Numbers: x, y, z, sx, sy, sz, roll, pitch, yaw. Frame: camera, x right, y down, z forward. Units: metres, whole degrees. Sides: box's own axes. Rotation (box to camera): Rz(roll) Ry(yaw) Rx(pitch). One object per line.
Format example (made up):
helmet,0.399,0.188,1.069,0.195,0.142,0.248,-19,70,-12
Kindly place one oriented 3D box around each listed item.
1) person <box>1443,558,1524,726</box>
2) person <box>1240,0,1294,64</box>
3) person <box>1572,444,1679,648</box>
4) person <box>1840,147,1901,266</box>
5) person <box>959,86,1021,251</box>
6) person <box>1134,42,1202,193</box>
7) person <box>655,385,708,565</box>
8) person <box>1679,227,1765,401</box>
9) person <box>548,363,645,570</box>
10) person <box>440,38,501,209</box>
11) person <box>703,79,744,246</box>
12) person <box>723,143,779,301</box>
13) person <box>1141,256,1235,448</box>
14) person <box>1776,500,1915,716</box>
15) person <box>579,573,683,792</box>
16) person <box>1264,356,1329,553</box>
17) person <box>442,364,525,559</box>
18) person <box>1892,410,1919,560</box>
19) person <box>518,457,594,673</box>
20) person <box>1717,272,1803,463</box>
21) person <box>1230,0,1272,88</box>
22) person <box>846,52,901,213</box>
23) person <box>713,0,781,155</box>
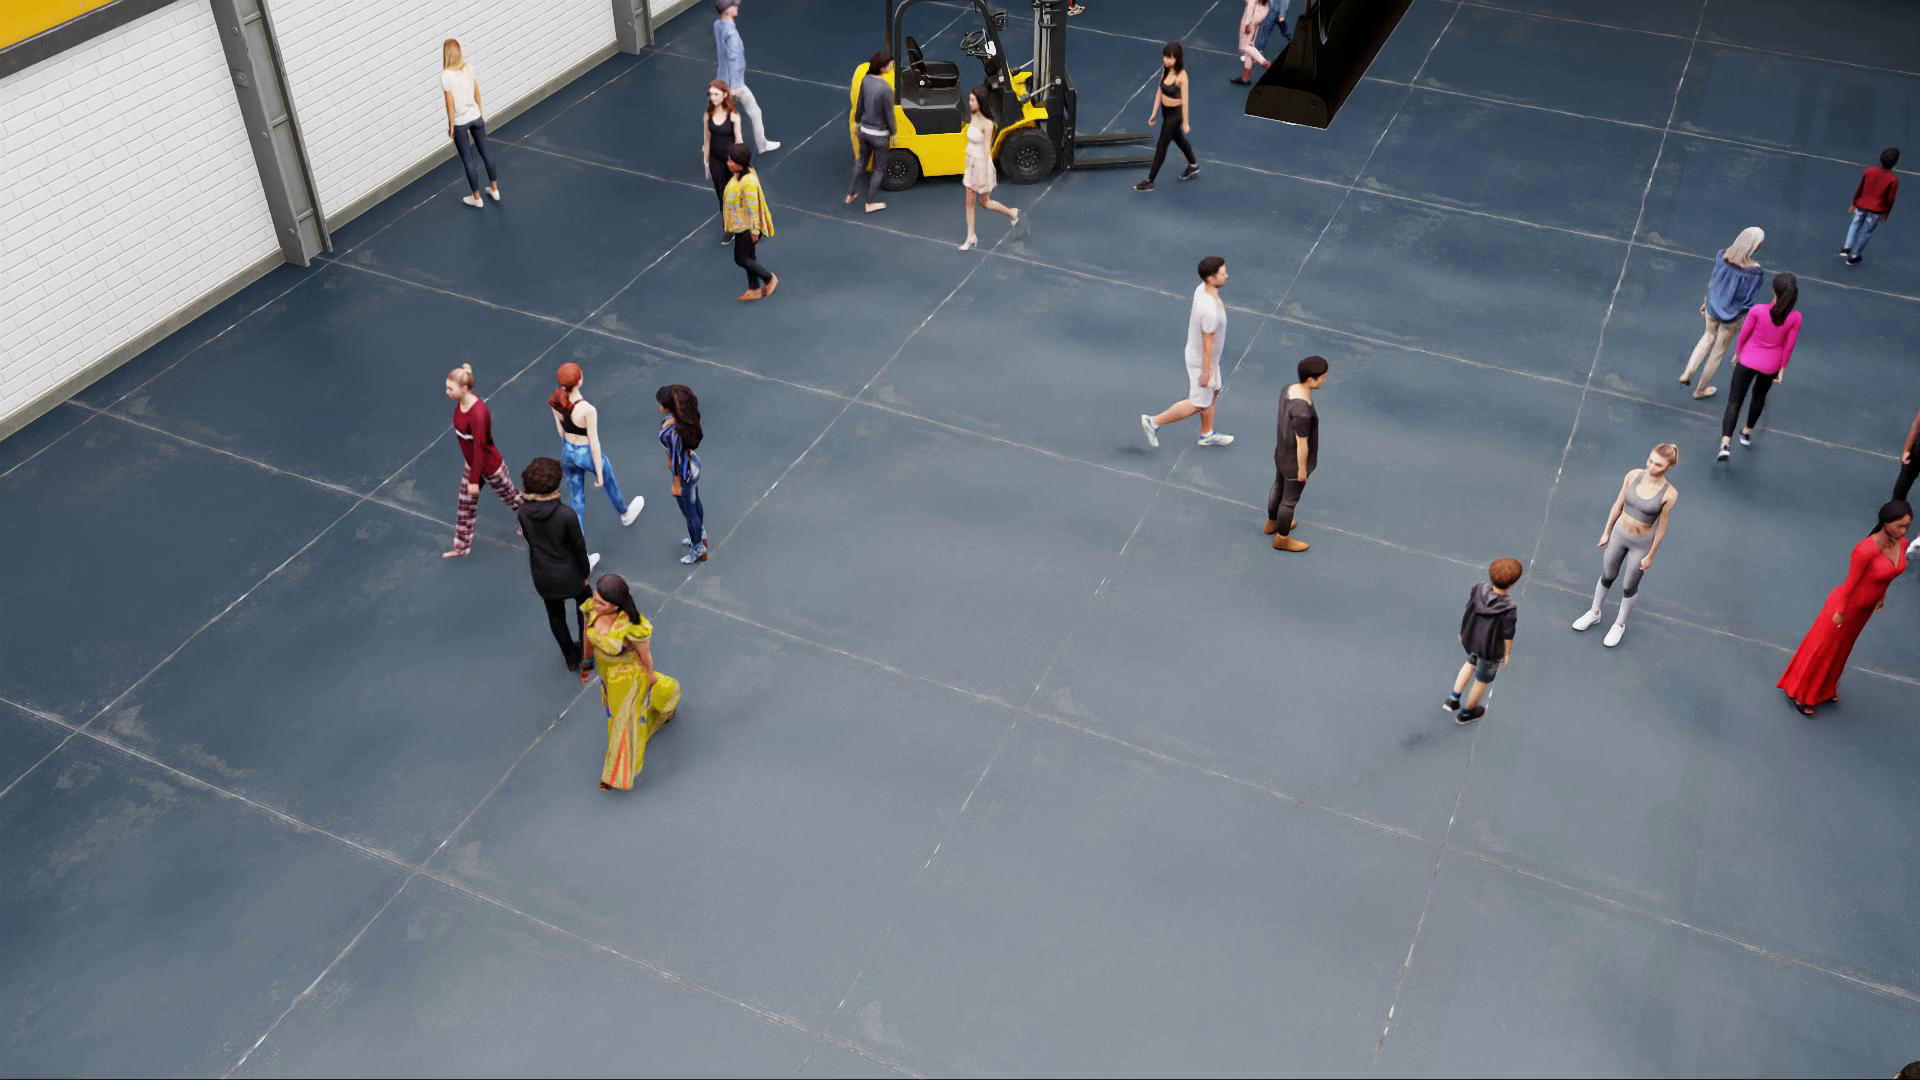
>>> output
person,3.532,0.719,11.349,0.700,1.436,0.653,-23,44,-26
person,3.992,-6.497,20.377,0.785,1.447,0.992,8,39,10
person,4.859,0.013,12.017,0.655,1.706,0.637,-31,48,-33
person,9.024,-3.297,16.530,0.592,1.246,0.577,-29,47,-31
person,0.286,-3.716,16.678,1.028,1.716,0.911,-18,42,-21
person,2.346,-4.548,17.815,1.130,1.598,1.001,-18,42,-21
person,-2.114,-0.524,12.752,0.744,1.628,0.625,0,39,0
person,6.601,-1.946,14.491,0.815,1.690,0.765,-22,43,-25
person,-2.902,-0.508,12.645,0.603,1.748,1.133,14,41,17
person,-5.160,-4.372,17.426,0.717,1.808,0.526,28,46,30
person,-2.329,-3.857,16.839,0.690,1.736,0.795,8,39,10
person,-1.951,-3.017,15.859,0.948,1.646,0.887,-13,40,-16
person,1.937,-1.520,13.832,1.016,1.836,1.107,0,39,0
person,6.129,0.450,11.415,0.734,1.784,0.806,-18,42,-21
person,-2.181,0.823,11.080,0.896,1.620,1.241,25,45,28
person,2.582,-0.680,12.881,0.769,1.710,0.667,-5,39,-6
person,-3.599,-0.610,12.847,1.169,1.643,0.900,-30,47,-32
person,7.540,-0.640,12.833,0.651,1.709,1.052,13,40,16
person,-2.839,0.255,11.668,0.709,1.763,0.736,2,39,2
person,6.613,-1.402,13.813,0.590,1.685,1.031,15,41,18
person,3.590,-6.200,19.796,0.712,1.706,0.799,17,42,20
person,-0.932,-4.224,17.298,0.836,1.736,0.687,17,42,20
person,-2.564,-5.006,18.185,1.239,1.852,1.060,-21,43,-24
